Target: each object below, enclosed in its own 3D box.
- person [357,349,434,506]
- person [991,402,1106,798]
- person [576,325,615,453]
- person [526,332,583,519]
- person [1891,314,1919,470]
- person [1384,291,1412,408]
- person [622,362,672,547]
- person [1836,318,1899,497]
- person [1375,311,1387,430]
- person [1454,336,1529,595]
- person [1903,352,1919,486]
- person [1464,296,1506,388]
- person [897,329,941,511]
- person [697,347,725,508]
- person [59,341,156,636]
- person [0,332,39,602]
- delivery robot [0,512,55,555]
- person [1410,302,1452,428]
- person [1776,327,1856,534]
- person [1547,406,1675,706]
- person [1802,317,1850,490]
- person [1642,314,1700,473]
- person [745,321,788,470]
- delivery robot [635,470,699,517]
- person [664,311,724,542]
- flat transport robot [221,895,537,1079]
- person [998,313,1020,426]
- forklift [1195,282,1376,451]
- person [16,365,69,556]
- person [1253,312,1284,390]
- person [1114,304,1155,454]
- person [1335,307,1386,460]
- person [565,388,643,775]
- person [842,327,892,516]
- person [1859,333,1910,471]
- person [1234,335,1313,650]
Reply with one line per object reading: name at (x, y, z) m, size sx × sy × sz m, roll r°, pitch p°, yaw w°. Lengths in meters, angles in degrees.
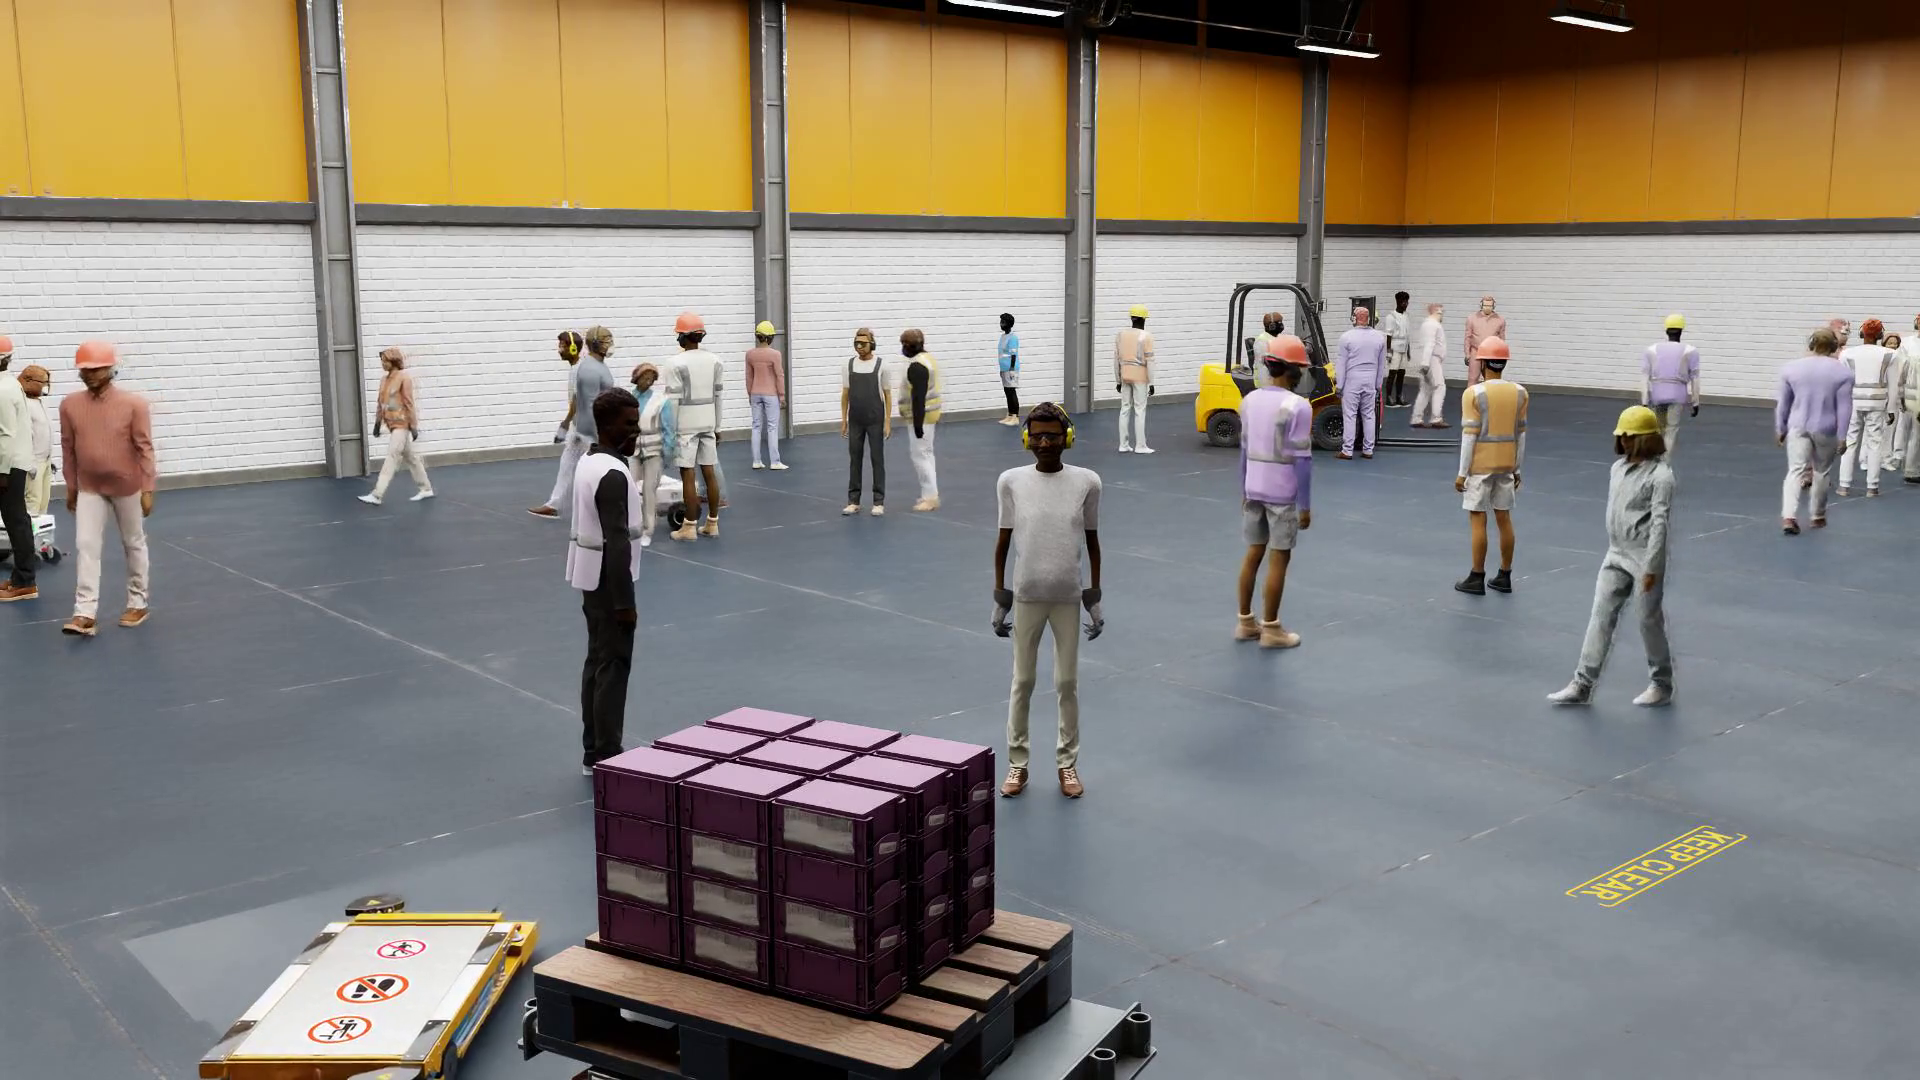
person at (-5.793, -1.154, 17.001) m, size 0.876 × 1.584 × 0.541 m, roll -9°, pitch 13°, yaw -43°
person at (0.413, 0.283, 7.783) m, size 0.538 × 1.869 × 0.312 m, roll 0°, pitch 10°, yaw 3°
person at (-3.178, -0.920, 14.626) m, size 0.380 × 1.938 × 0.652 m, roll -1°, pitch 10°, yaw -6°
person at (-3.666, -1.087, 15.971) m, size 0.954 × 1.816 × 0.484 m, roll -4°, pitch 10°, yaw -21°
person at (11.382, -1.767, 19.748) m, size 0.572 × 1.883 × 0.356 m, roll 5°, pitch 11°, yaw 29°
person at (7.346, -3.186, 27.874) m, size 0.611 × 1.952 × 0.388 m, roll -8°, pitch 13°, yaw -40°
person at (-2.764, -0.729, 14.450) m, size 0.531 × 1.616 × 0.455 m, roll 0°, pitch 10°, yaw -1°
person at (9.549, -1.392, 17.548) m, size 0.584 × 1.882 × 0.348 m, roll 5°, pitch 11°, yaw 27°
person at (5.957, -2.473, 24.220) m, size 0.526 × 1.769 × 0.330 m, roll -3°, pitch 10°, yaw -19°
person at (3.964, -0.555, 12.495) m, size 0.552 × 1.935 × 0.373 m, roll -3°, pitch 10°, yaw -17°
person at (10.694, -1.468, 18.175) m, size 0.591 × 1.815 × 0.620 m, roll 6°, pitch 11°, yaw 31°
person at (8.399, -2.953, 26.643) m, size 0.638 × 1.903 × 0.409 m, roll 1°, pitch 10°, yaw 8°
person at (-0.409, -1.200, 16.632) m, size 0.432 × 1.825 × 0.737 m, roll 1°, pitch 10°, yaw 4°
person at (-2.589, -1.139, 16.829) m, size 0.301 × 1.629 × 0.505 m, roll -3°, pitch 10°, yaw -16°
person at (-5.730, -0.332, 11.099) m, size 0.647 × 1.960 × 0.905 m, roll -1°, pitch 10°, yaw -5°
person at (-7.056, -0.551, 12.293) m, size 0.376 × 1.997 × 0.612 m, roll -5°, pitch 11°, yaw -27°
delivery robot at (-7.763, -0.088, 13.522) m, size 0.707 × 0.478 × 0.477 m, roll 1°, pitch 10°, yaw 4°
person at (6.986, -2.570, 24.522) m, size 0.657 × 1.858 × 0.727 m, roll 1°, pitch 10°, yaw 4°
person at (7.821, -1.003, 15.263) m, size 0.642 × 1.895 × 0.996 m, roll 7°, pitch 12°, yaw 37°
person at (3.720, 0.107, 9.271) m, size 0.742 × 1.705 × 0.506 m, roll -3°, pitch 10°, yaw -19°
person at (9.400, -1.474, 18.089) m, size 0.399 × 1.875 × 0.789 m, roll 9°, pitch 13°, yaw 42°
person at (8.059, -1.623, 18.899) m, size 0.598 × 1.893 × 0.947 m, roll 7°, pitch 12°, yaw 35°
person at (-2.299, -1.706, 19.731) m, size 0.524 × 1.769 × 0.314 m, roll 5°, pitch 11°, yaw 27°
delivery robot at (-2.806, -0.426, 15.504) m, size 0.707 × 0.478 × 0.477 m, roll 0°, pitch 10°, yaw -2°
person at (-2.381, -1.006, 14.813) m, size 0.370 × 2.048 × 0.607 m, roll 9°, pitch 13°, yaw 43°
flat transport robot at (-1.865, 1.496, 5.354) m, size 0.652 × 0.197 × 1.431 m, roll 0°, pitch 10°, yaw 0°
person at (0.727, -2.554, 24.921) m, size 0.320 × 1.694 × 0.534 m, roll -3°, pitch 10°, yaw -16°
forklift at (4.328, -2.346, 22.227) m, size 2.313 × 2.155 × 1.214 m, roll 3°, pitch 10°, yaw 16°
person at (-7.691, -0.642, 13.889) m, size 0.280 × 1.633 × 0.498 m, roll -2°, pitch 10°, yaw -11°
person at (3.868, -1.903, 20.663) m, size 0.429 × 1.843 × 0.633 m, roll 5°, pitch 11°, yaw 28°
person at (2.261, -2.069, 21.383) m, size 0.593 × 1.925 × 0.384 m, roll 8°, pitch 13°, yaw 41°
person at (4.977, -1.952, 20.789) m, size 0.644 × 1.903 × 0.401 m, roll -3°, pitch 10°, yaw -18°
person at (-1.686, 0.230, 7.959) m, size 0.370 × 1.913 × 0.597 m, roll -4°, pitch 11°, yaw -23°
person at (-0.915, -1.150, 16.243) m, size 0.506 × 1.845 × 0.344 m, roll 2°, pitch 10°, yaw 14°
person at (10.921, -1.628, 19.644) m, size 0.521 × 1.639 × 0.311 m, roll 1°, pitch 10°, yaw 5°
person at (2.062, -0.302, 10.764) m, size 0.440 × 2.030 × 0.607 m, roll -6°, pitch 11°, yaw -32°
